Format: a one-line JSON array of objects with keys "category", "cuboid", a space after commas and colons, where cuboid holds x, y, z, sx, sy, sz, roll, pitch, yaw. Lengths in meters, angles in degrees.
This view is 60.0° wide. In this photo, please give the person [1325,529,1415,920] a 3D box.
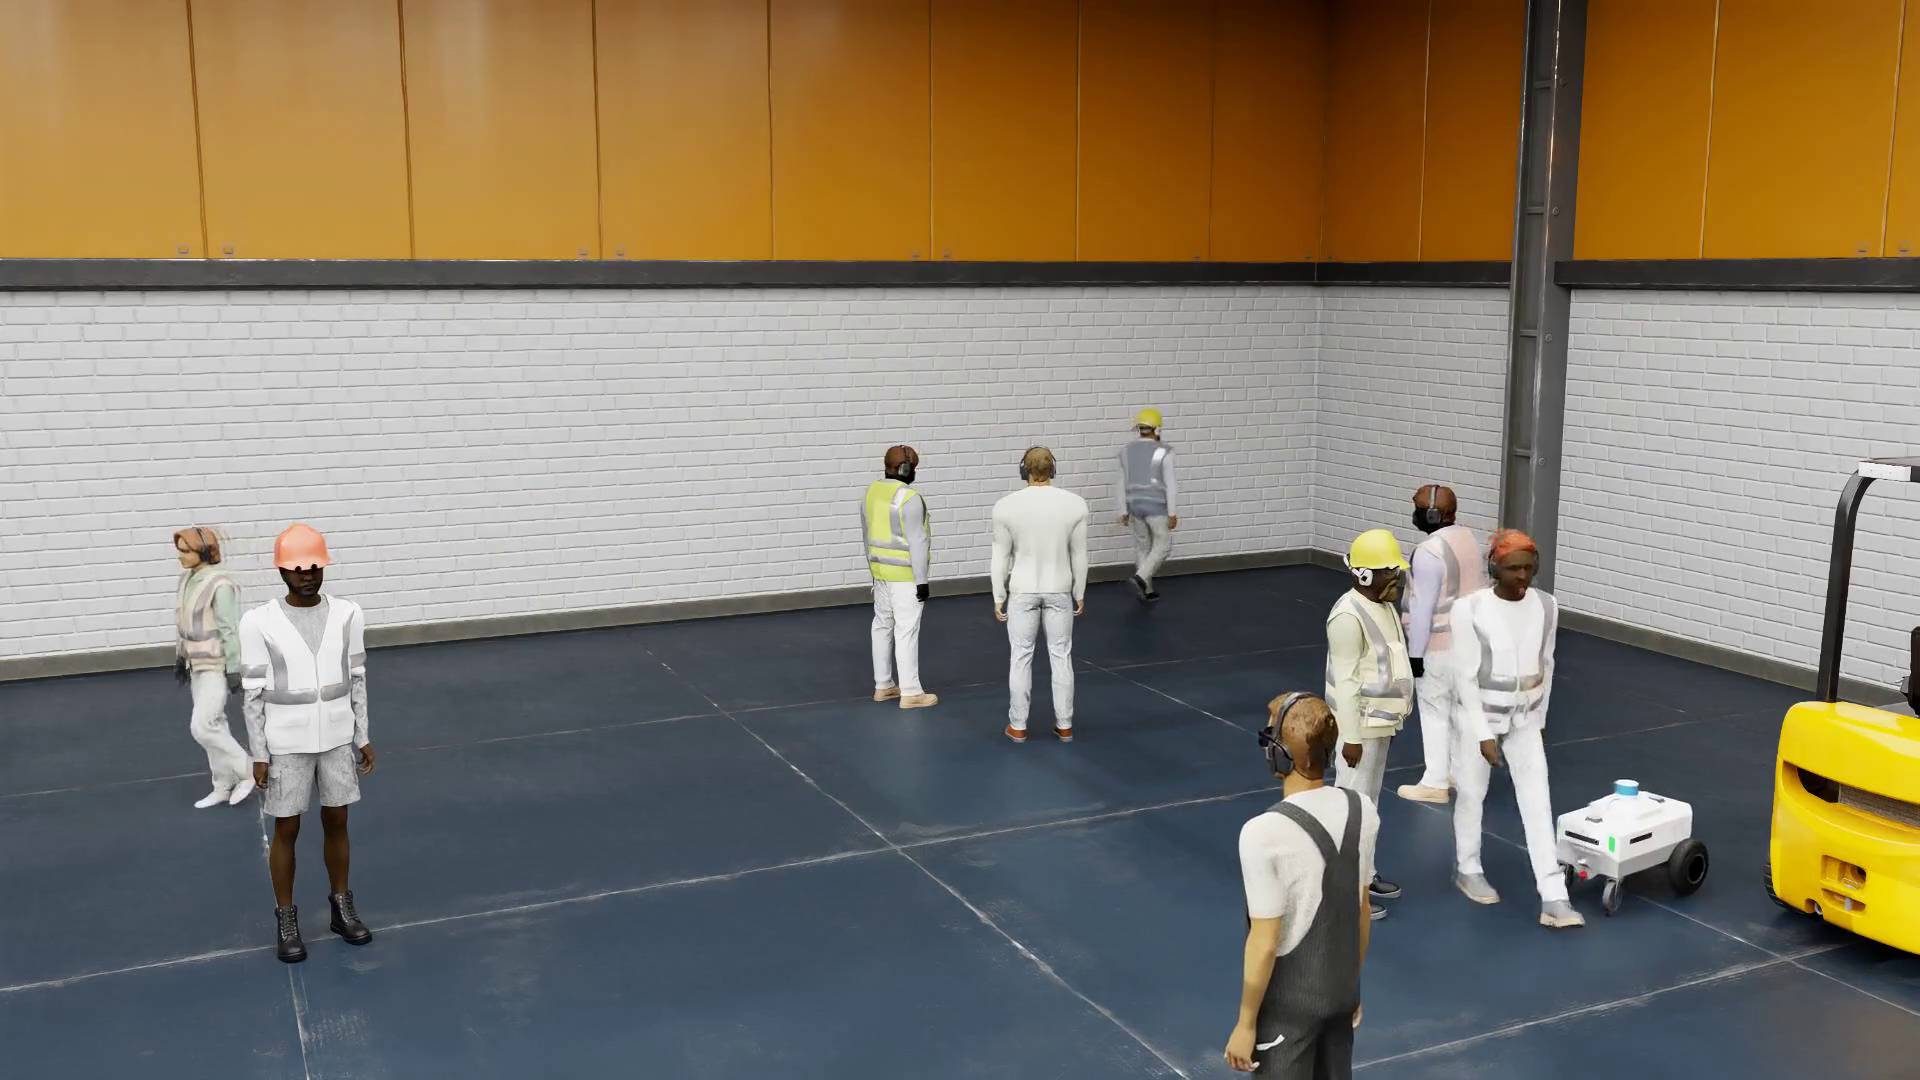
[{"category": "person", "cuboid": [1.944, 0.855, 7.905, 0.404, 1.833, 0.587, 5, 10, 29]}]

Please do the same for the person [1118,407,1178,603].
[{"category": "person", "cuboid": [1.686, -0.296, 15.083, 0.597, 1.817, 0.553, 8, 12, 41]}]

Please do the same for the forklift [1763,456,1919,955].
[{"category": "forklift", "cuboid": [4.857, 0.731, 7.561, 2.313, 2.155, 1.214, -4, 10, -25]}]

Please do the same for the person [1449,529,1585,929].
[{"category": "person", "cuboid": [2.571, 0.879, 7.718, 0.575, 1.843, 0.920, -2, 9, -11]}]

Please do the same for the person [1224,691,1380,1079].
[{"category": "person", "cuboid": [0.985, 1.344, 4.834, 0.506, 1.845, 0.344, -6, 11, -34]}]

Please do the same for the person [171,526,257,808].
[{"category": "person", "cuboid": [-4.244, 0.726, 9.366, 0.519, 1.627, 0.364, 8, 12, 42]}]

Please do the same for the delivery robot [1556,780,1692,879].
[{"category": "delivery robot", "cuboid": [3.238, 1.413, 8.107, 0.707, 0.478, 0.477, -6, 11, -35]}]

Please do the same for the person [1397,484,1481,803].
[{"category": "person", "cuboid": [2.755, 0.590, 9.600, 0.431, 1.832, 0.640, 8, 12, 41]}]

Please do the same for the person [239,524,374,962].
[{"category": "person", "cuboid": [-2.881, 0.885, 7.398, 0.542, 1.939, 0.359, -8, 12, -39]}]

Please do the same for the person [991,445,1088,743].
[{"category": "person", "cuboid": [0.511, 0.352, 10.746, 0.632, 1.933, 0.371, -1, 9, -4]}]

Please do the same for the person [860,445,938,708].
[{"category": "person", "cuboid": [-0.418, 0.251, 11.648, 0.429, 1.838, 0.621, -8, 12, -40]}]
